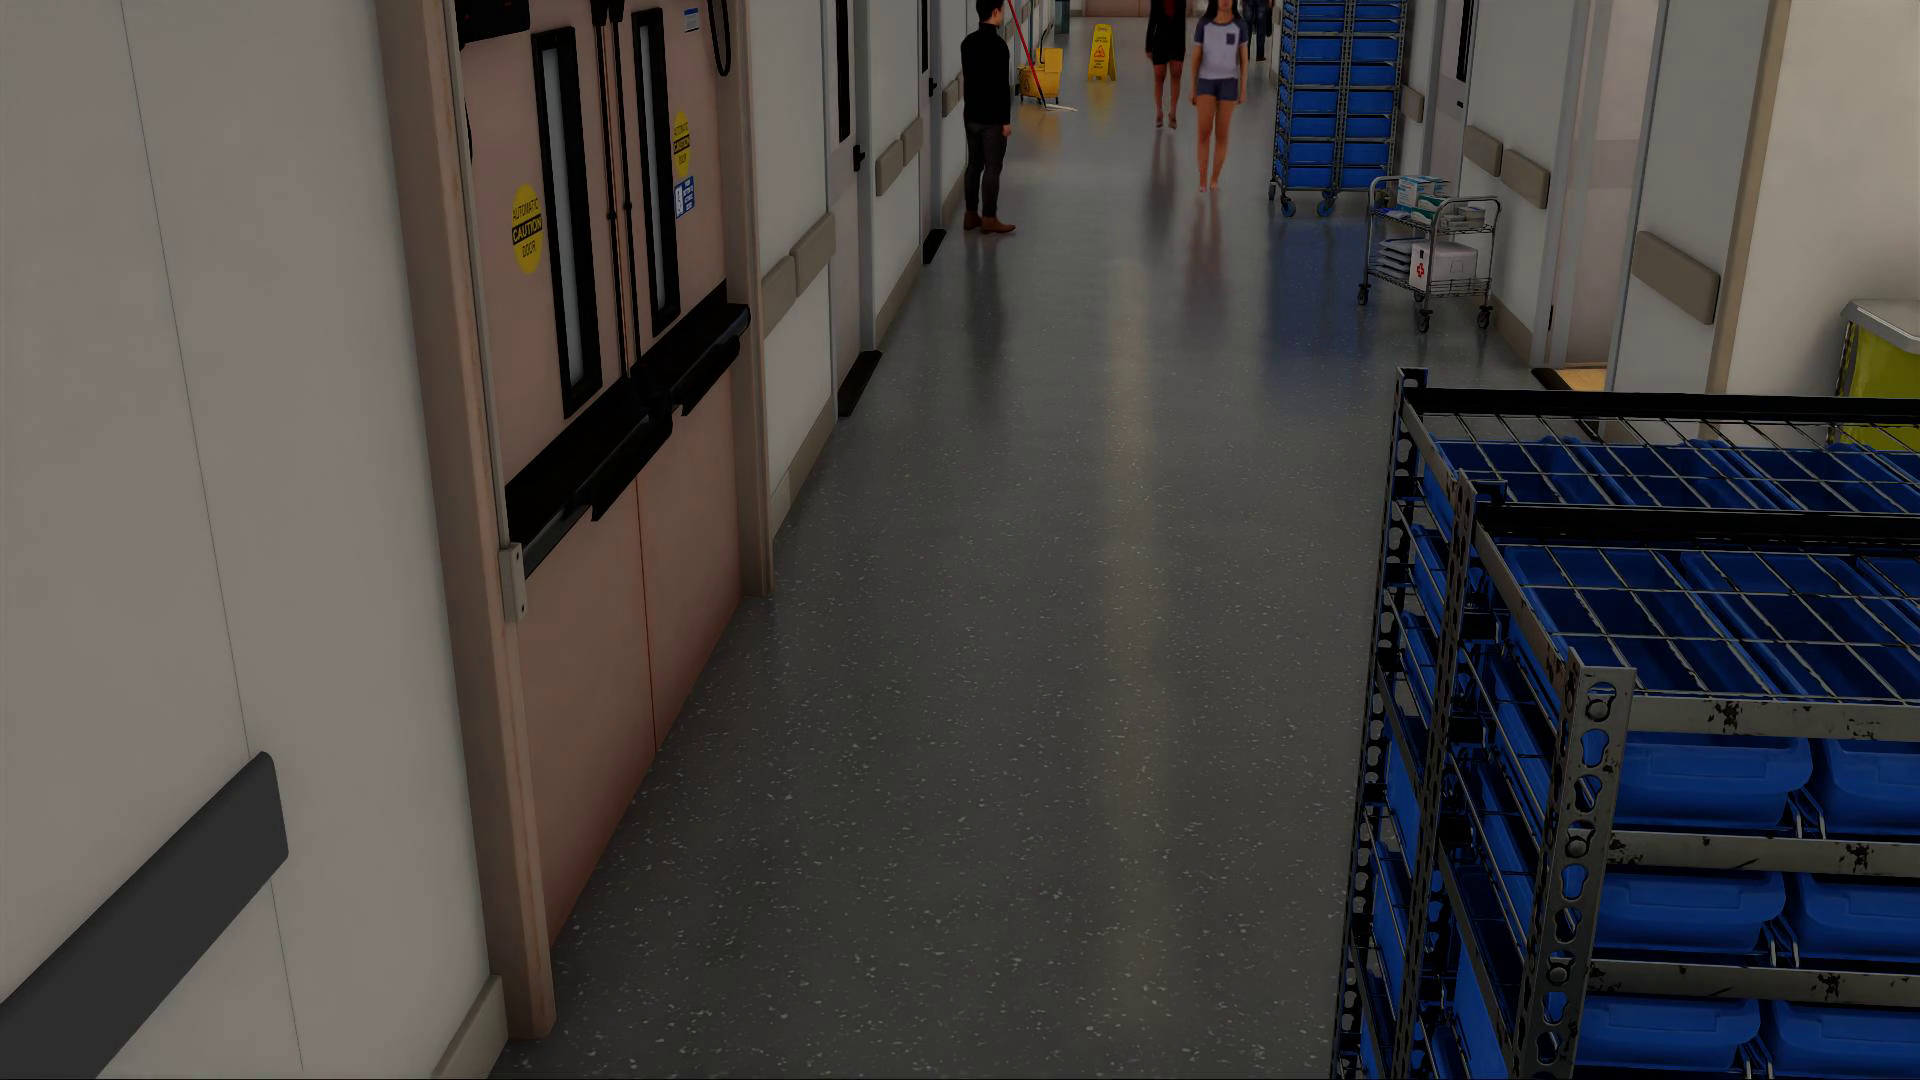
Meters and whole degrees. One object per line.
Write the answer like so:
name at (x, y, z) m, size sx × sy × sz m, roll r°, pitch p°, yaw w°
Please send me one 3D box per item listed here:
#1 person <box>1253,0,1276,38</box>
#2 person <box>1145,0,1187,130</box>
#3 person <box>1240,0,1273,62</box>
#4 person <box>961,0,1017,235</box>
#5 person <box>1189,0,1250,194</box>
person at (5.705, -10.291, 30.916) m, size 0.905 × 1.797 × 0.972 m, roll -13°, pitch 24°, yaw -30°
person at (2.231, -5.270, 17.965) m, size 0.592 × 1.621 × 0.717 m, roll 1°, pitch 21°, yaw 3°
person at (4.660, -8.531, 26.245) m, size 0.697 × 1.855 × 0.614 m, roll 5°, pitch 21°, yaw 13°
person at (0.187, -3.130, 12.174) m, size 0.774 × 1.721 × 0.700 m, roll -15°, pitch 25°, yaw -34°
person at (2.146, -3.766, 13.866) m, size 0.613 × 1.712 × 0.805 m, roll 1°, pitch 21°, yaw 4°
